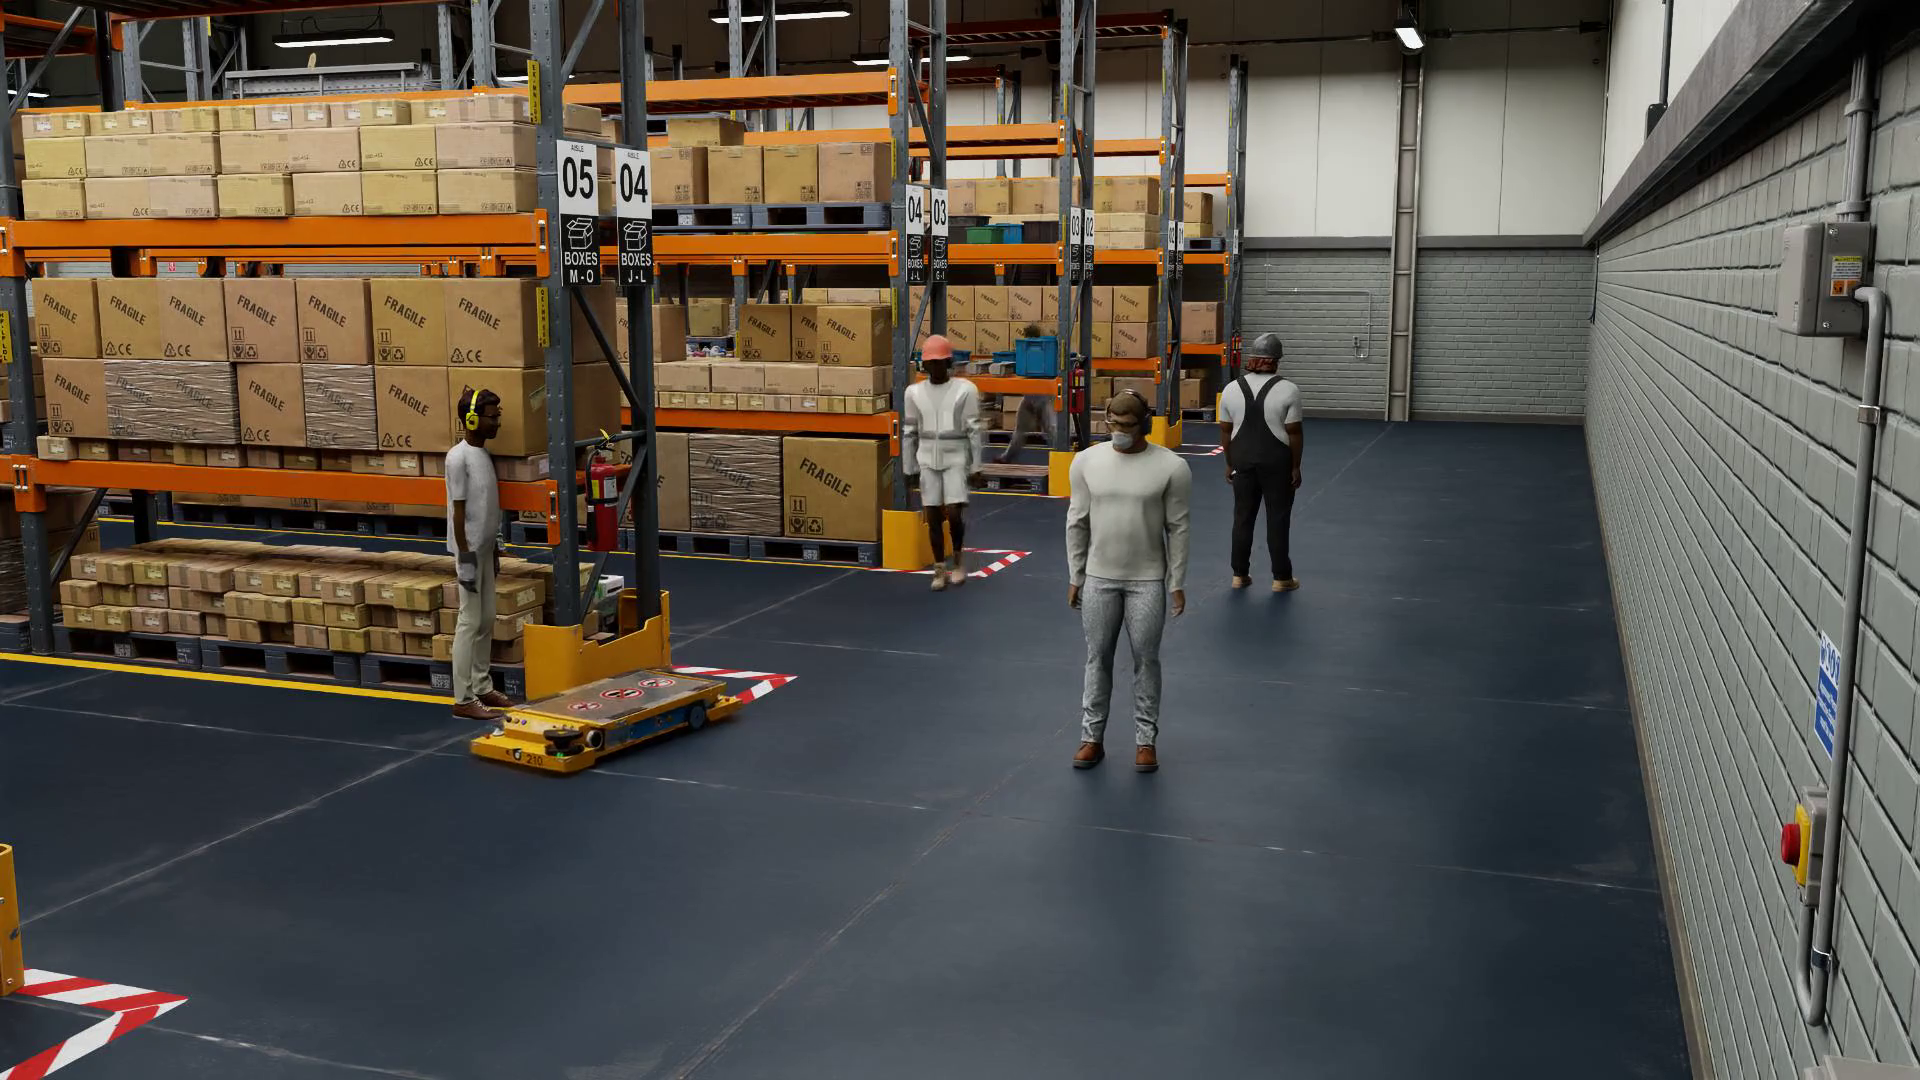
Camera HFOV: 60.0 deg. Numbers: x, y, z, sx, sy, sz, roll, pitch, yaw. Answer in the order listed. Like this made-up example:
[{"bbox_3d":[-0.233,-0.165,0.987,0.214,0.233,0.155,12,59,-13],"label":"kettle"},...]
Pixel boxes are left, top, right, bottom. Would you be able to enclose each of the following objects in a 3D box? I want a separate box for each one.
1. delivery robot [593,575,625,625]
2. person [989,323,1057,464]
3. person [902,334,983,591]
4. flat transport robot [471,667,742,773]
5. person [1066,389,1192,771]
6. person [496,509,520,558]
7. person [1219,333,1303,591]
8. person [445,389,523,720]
[{"bbox_3d":[-2.682,0.348,11.478,0.707,0.478,0.477,4,10,21],"label":"delivery robot"},{"bbox_3d":[0.897,-1.775,20.900,1.082,1.877,0.639,6,11,31],"label":"person"},{"bbox_3d":[-0.152,-0.596,13.074,0.651,2.028,0.417,3,9,16],"label":"person"},{"bbox_3d":[-1.870,0.940,8.962,0.652,0.197,1.431,5,10,30],"label":"flat transport robot"},{"bbox_3d":[0.841,0.205,8.384,0.628,1.933,0.377,2,9,15],"label":"person"},{"bbox_3d":[-4.026,-0.736,14.235,0.352,1.937,0.635,3,10,20],"label":"person"},{"bbox_3d":[2.422,-0.620,13.193,0.674,2.000,0.536,6,11,32],"label":"person"},{"bbox_3d":[-2.711,0.083,9.381,0.332,1.860,0.510,1,9,5],"label":"person"}]
